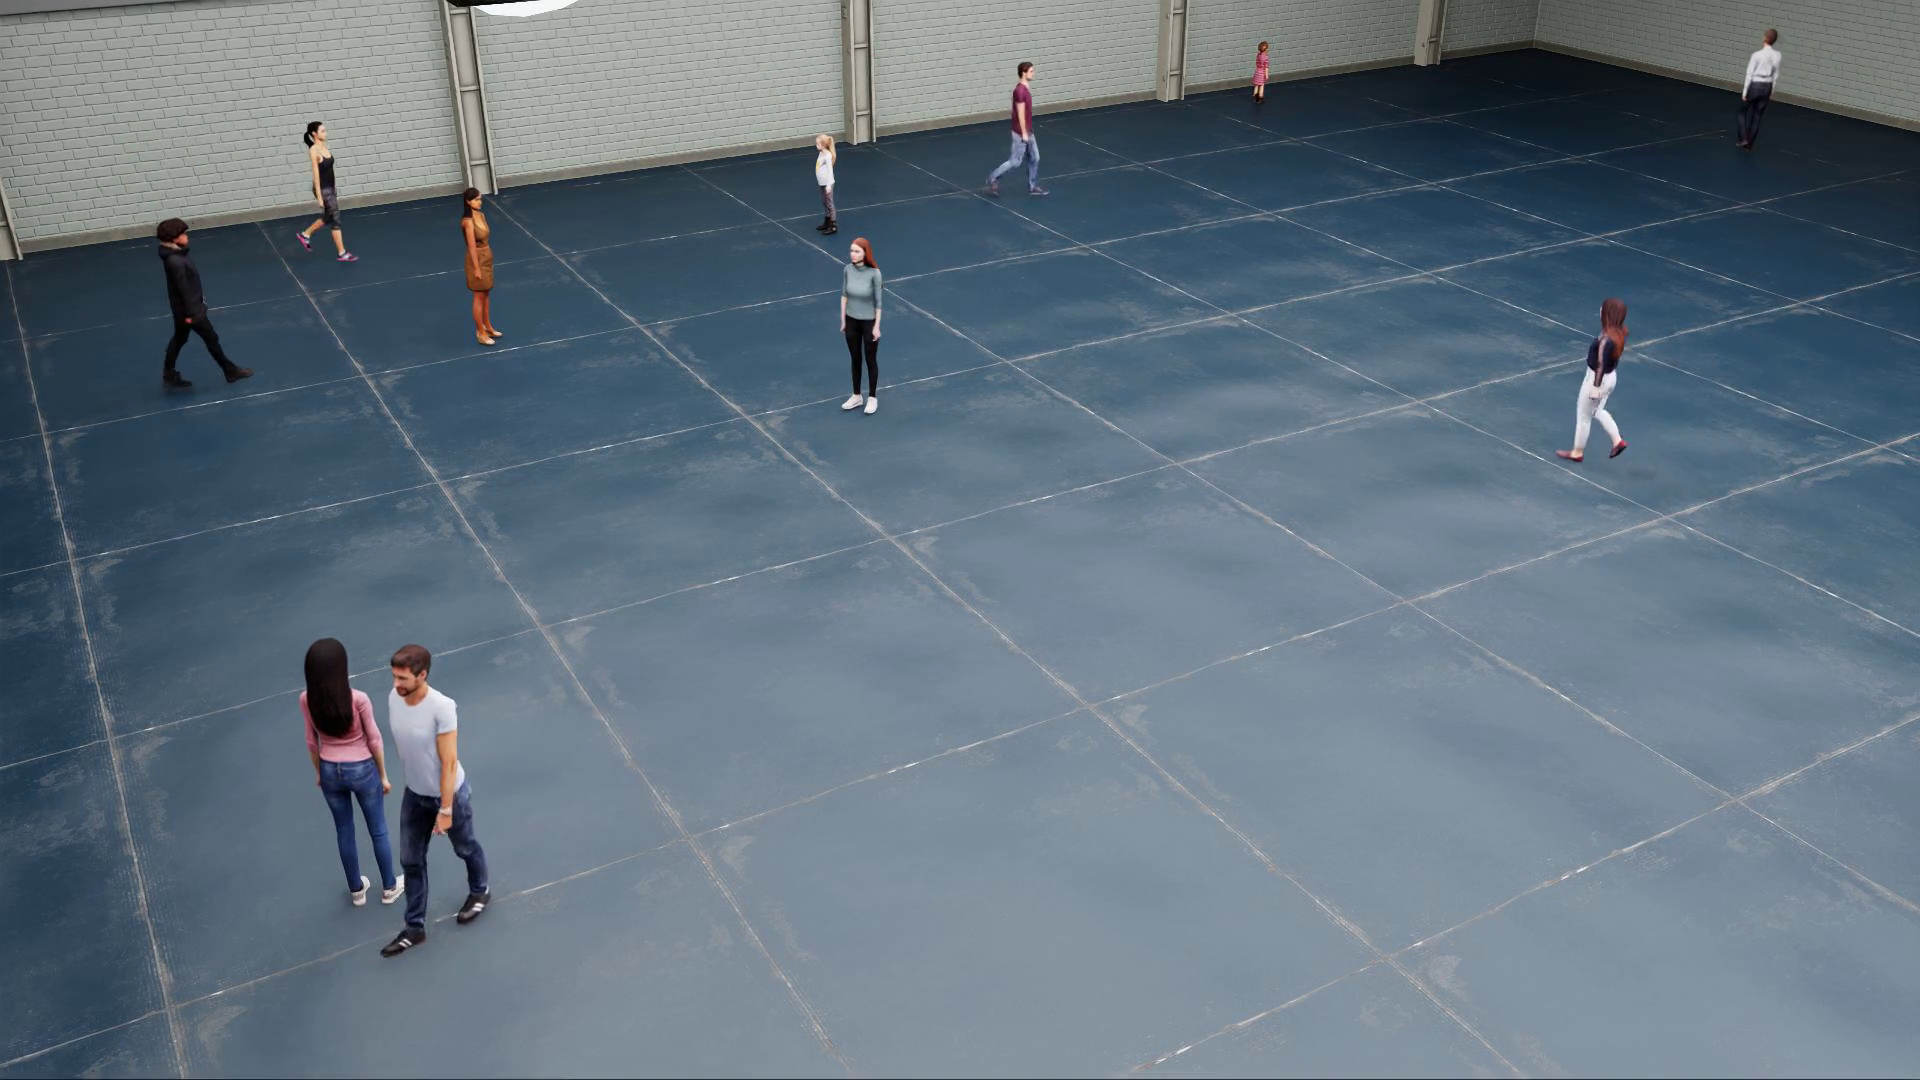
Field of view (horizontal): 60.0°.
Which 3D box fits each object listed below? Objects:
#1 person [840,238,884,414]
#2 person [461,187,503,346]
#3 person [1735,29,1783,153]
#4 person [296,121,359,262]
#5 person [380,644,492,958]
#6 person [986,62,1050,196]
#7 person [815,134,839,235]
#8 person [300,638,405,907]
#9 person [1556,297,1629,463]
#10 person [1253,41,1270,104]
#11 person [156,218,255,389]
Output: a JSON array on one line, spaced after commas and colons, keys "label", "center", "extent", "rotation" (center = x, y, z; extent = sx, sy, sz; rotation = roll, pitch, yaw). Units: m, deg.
[{"label": "person", "center": [-0.944, -2.080, 16.096], "extent": [0.670, 1.742, 0.696], "rotation": [14, 30, 24]}, {"label": "person", "center": [-5.156, -2.945, 17.836], "extent": [0.671, 1.686, 0.637], "rotation": [2, 27, 5]}, {"label": "person", "center": [12.095, -6.769, 25.131], "extent": [0.753, 1.807, 0.840], "rotation": [2, 27, 4]}, {"label": "person", "center": [-7.851, -4.241, 20.333], "extent": [1.051, 1.705, 0.899], "rotation": [2, 27, 4]}, {"label": "person", "center": [-2.867, 1.365, 9.296], "extent": [0.984, 1.842, 1.076], "rotation": [10, 29, 18]}, {"label": "person", "center": [0.768, -5.627, 22.896], "extent": [1.201, 1.823, 1.098], "rotation": [5, 28, 9]}, {"label": "person", "center": [-1.725, -4.620, 21.536], "extent": [0.521, 1.278, 0.516], "rotation": [-10, 29, -19]}, {"label": "person", "center": [-3.486, 1.327, 9.480], "extent": [0.593, 1.742, 0.701], "rotation": [0, 27, -1]}, {"label": "person", "center": [5.797, -1.398, 14.930], "extent": [0.823, 1.596, 0.861], "rotation": [22, 35, 36]}, {"label": "person", "center": [5.131, -7.967, 28.315], "extent": [0.472, 1.021, 0.446], "rotation": [-21, 34, -34]}, {"label": "person", "center": [-7.775, -2.307, 16.538], "extent": [1.115, 1.741, 0.699], "rotation": [-18, 32, -31]}]
